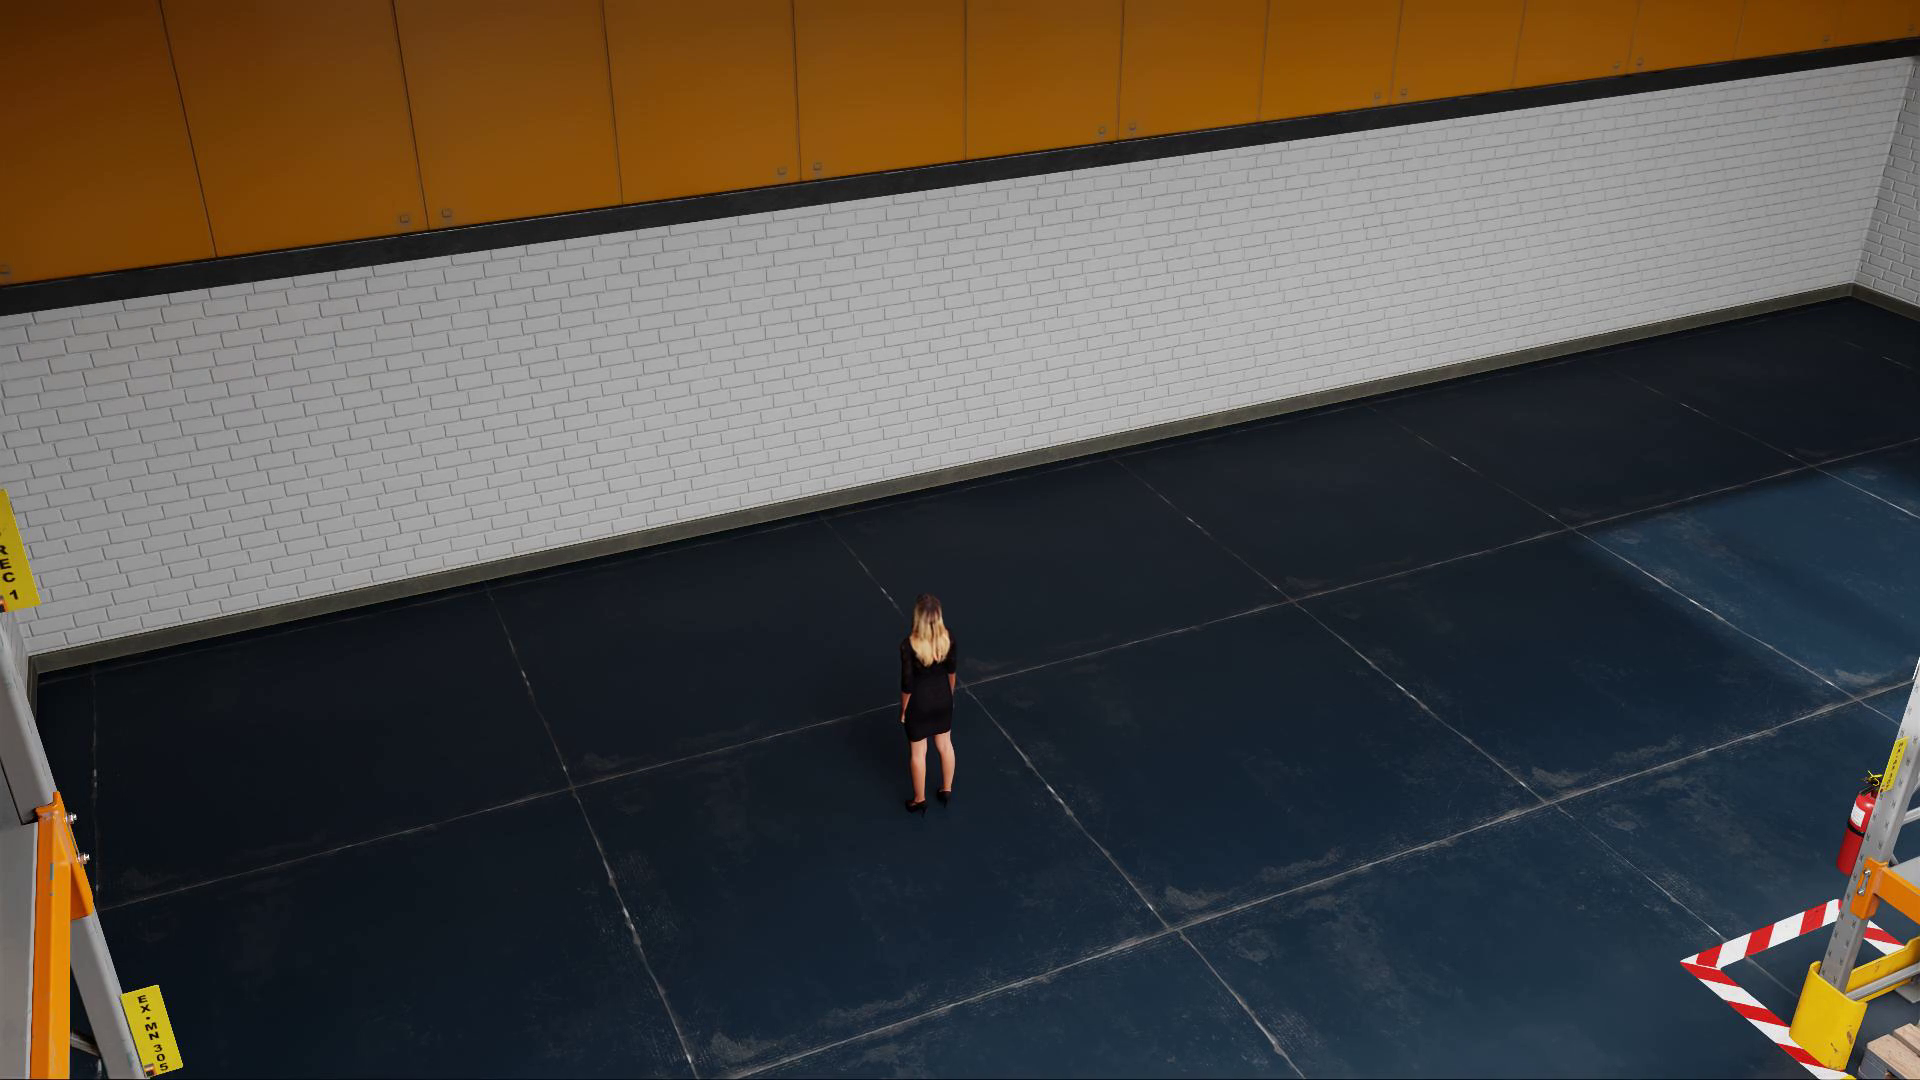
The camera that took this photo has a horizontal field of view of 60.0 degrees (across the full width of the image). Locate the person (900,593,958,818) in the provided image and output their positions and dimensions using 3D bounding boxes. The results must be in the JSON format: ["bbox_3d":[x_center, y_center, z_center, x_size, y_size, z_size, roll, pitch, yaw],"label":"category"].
[{"bbox_3d":[-0.207,1.084,10.934,0.559,1.677,0.471,-15,32,-25],"label":"person"}]
